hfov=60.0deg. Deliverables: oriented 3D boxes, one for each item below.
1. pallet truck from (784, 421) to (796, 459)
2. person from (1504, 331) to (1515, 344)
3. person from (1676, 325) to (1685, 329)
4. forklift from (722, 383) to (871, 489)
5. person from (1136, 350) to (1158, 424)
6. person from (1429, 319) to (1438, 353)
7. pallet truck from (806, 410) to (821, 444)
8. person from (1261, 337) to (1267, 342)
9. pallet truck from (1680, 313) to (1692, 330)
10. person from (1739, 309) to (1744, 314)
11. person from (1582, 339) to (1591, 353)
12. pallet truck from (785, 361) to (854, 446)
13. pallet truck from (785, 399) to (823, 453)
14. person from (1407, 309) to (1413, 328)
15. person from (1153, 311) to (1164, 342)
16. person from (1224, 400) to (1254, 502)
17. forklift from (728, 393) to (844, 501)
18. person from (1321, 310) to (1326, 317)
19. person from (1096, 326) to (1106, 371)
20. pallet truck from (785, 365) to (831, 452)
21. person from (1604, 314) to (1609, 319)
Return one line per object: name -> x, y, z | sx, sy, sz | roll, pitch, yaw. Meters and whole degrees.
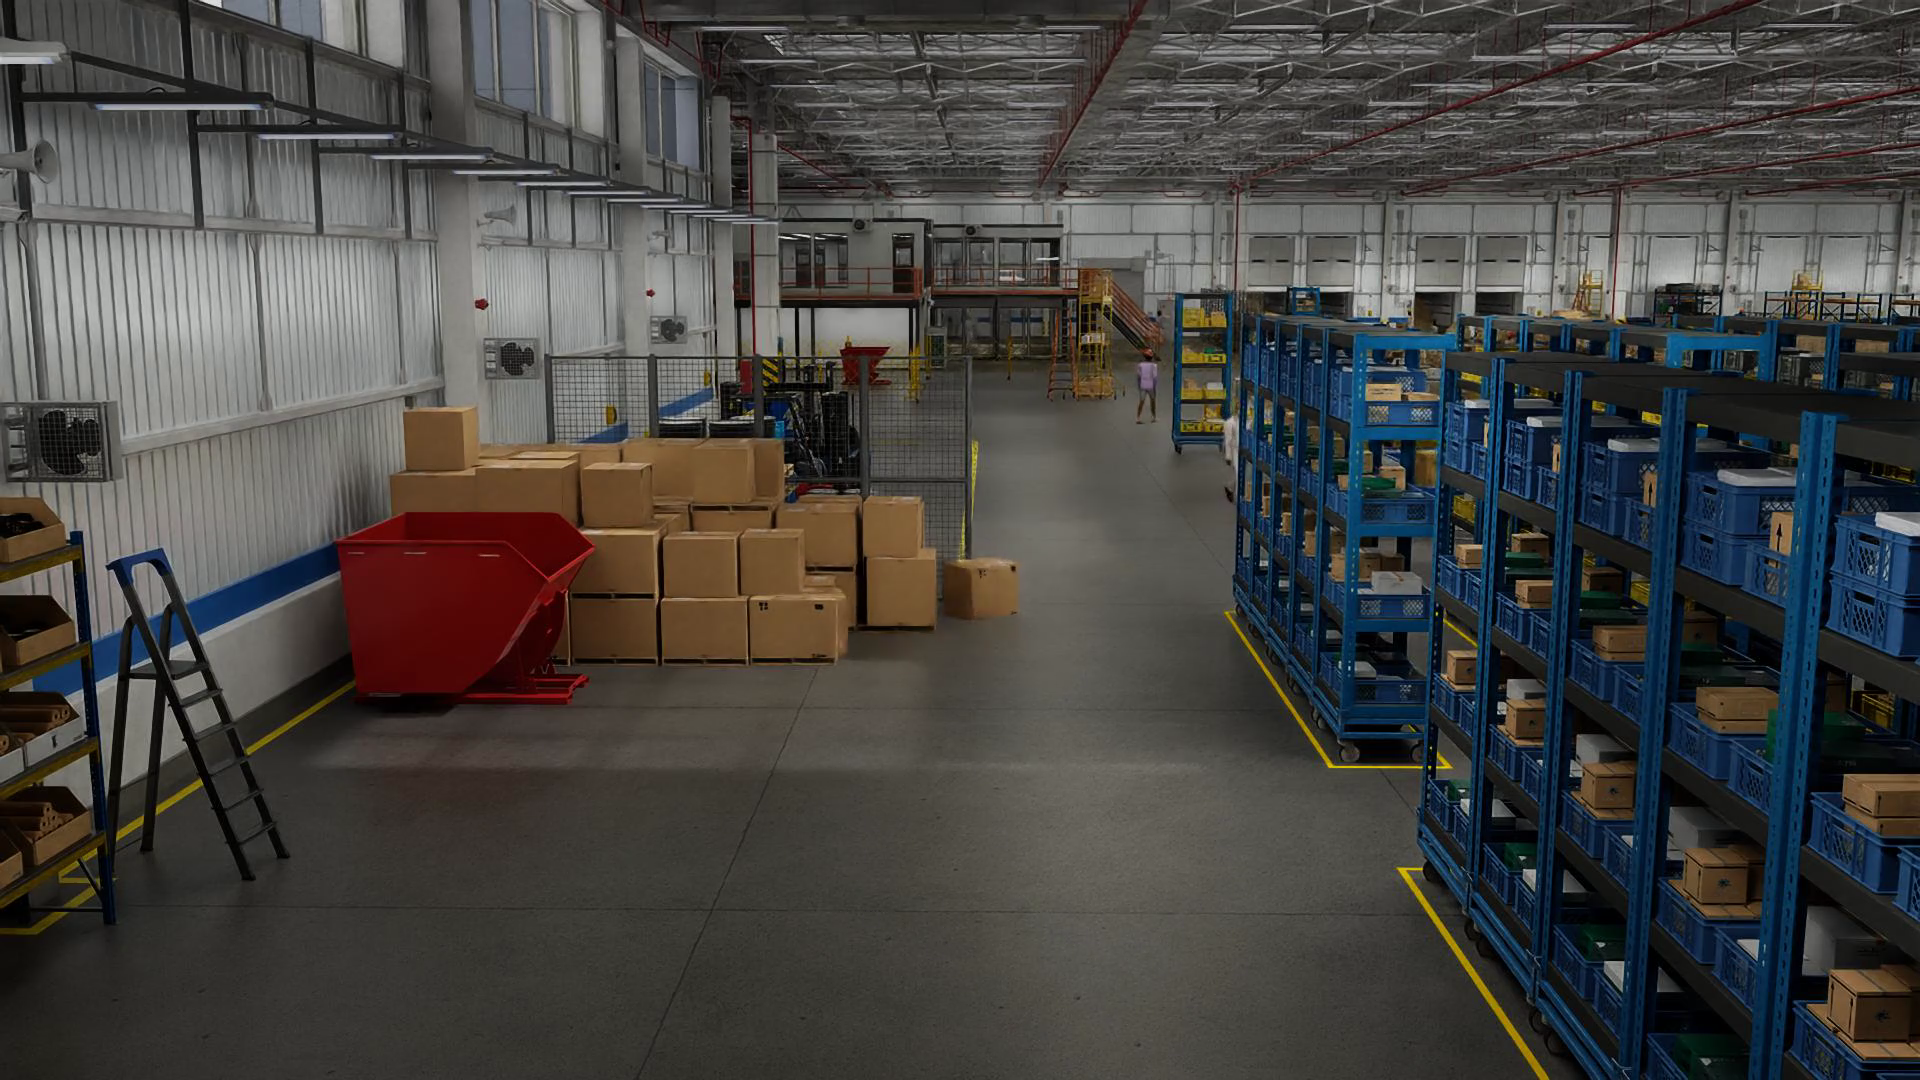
pallet truck -> -4.013, -1.793, 32.705 | 1.601, 1.201, 0.680 | 0, 9, 1
person -> 20.452, -6.869, 62.057 | 0.686, 1.887, 0.596 | -3, 10, -20
person -> 37.003, -10.613, 85.367 | 0.623, 1.811, 0.883 | -9, 13, -43
forklift -> -2.893, -1.687, 28.729 | 2.680, 1.987, 1.157 | 0, 9, -1
person -> 5.024, -4.116, 44.703 | 0.626, 1.995, 1.038 | 6, 11, 33
person -> 21.980, -9.332, 77.329 | 0.760, 1.847, 0.530 | -5, 11, -30
pallet truck -> -3.559, -2.018, 33.905 | 1.522, 1.261, 0.704 | 0, 9, -1
person -> 12.547, -8.012, 68.962 | 0.990, 1.910, 0.628 | 8, 12, 42
pallet truck -> 36.315, -10.531, 84.244 | 0.823, 1.965, 1.885 | -6, 11, -33
person -> 44.268, -12.129, 94.284 | 0.544, 1.939, 0.354 | -2, 10, -15
person -> 25.165, -7.694, 67.117 | 0.971, 1.868, 0.622 | -2, 9, -14
pallet truck -> -3.410, -3.193, 38.978 | 1.885, 1.965, 0.823 | 0, 9, -1
pallet truck -> -3.814, -2.432, 36.419 | 1.630, 1.274, 0.653 | 0, 9, 1
person -> 25.584, -12.171, 94.609 | 0.396, 1.918, 0.589 | 5, 11, 29
person -> 11.342, -12.221, 95.262 | 0.659, 1.799, 0.918 | 7, 12, 37
person -> 4.877, -1.517, 29.009 | 0.653, 1.882, 0.748 | -6, 11, -32
forklift -> -2.979, -1.316, 26.476 | 2.680, 1.987, 1.157 | 0, 9, 1
person -> 20.490, -11.984, 93.528 | 0.997, 1.906, 0.614 | 8, 12, 40
person -> 5.763, -7.794, 67.875 | 0.346, 1.839, 0.501 | -3, 10, -19
pallet truck -> -3.774, -2.976, 37.635 | 1.885, 1.965, 0.823 | 1, 9, 5
person -> 32.926, -10.561, 84.696 | 0.831, 1.919, 0.634 | -4, 10, -21
